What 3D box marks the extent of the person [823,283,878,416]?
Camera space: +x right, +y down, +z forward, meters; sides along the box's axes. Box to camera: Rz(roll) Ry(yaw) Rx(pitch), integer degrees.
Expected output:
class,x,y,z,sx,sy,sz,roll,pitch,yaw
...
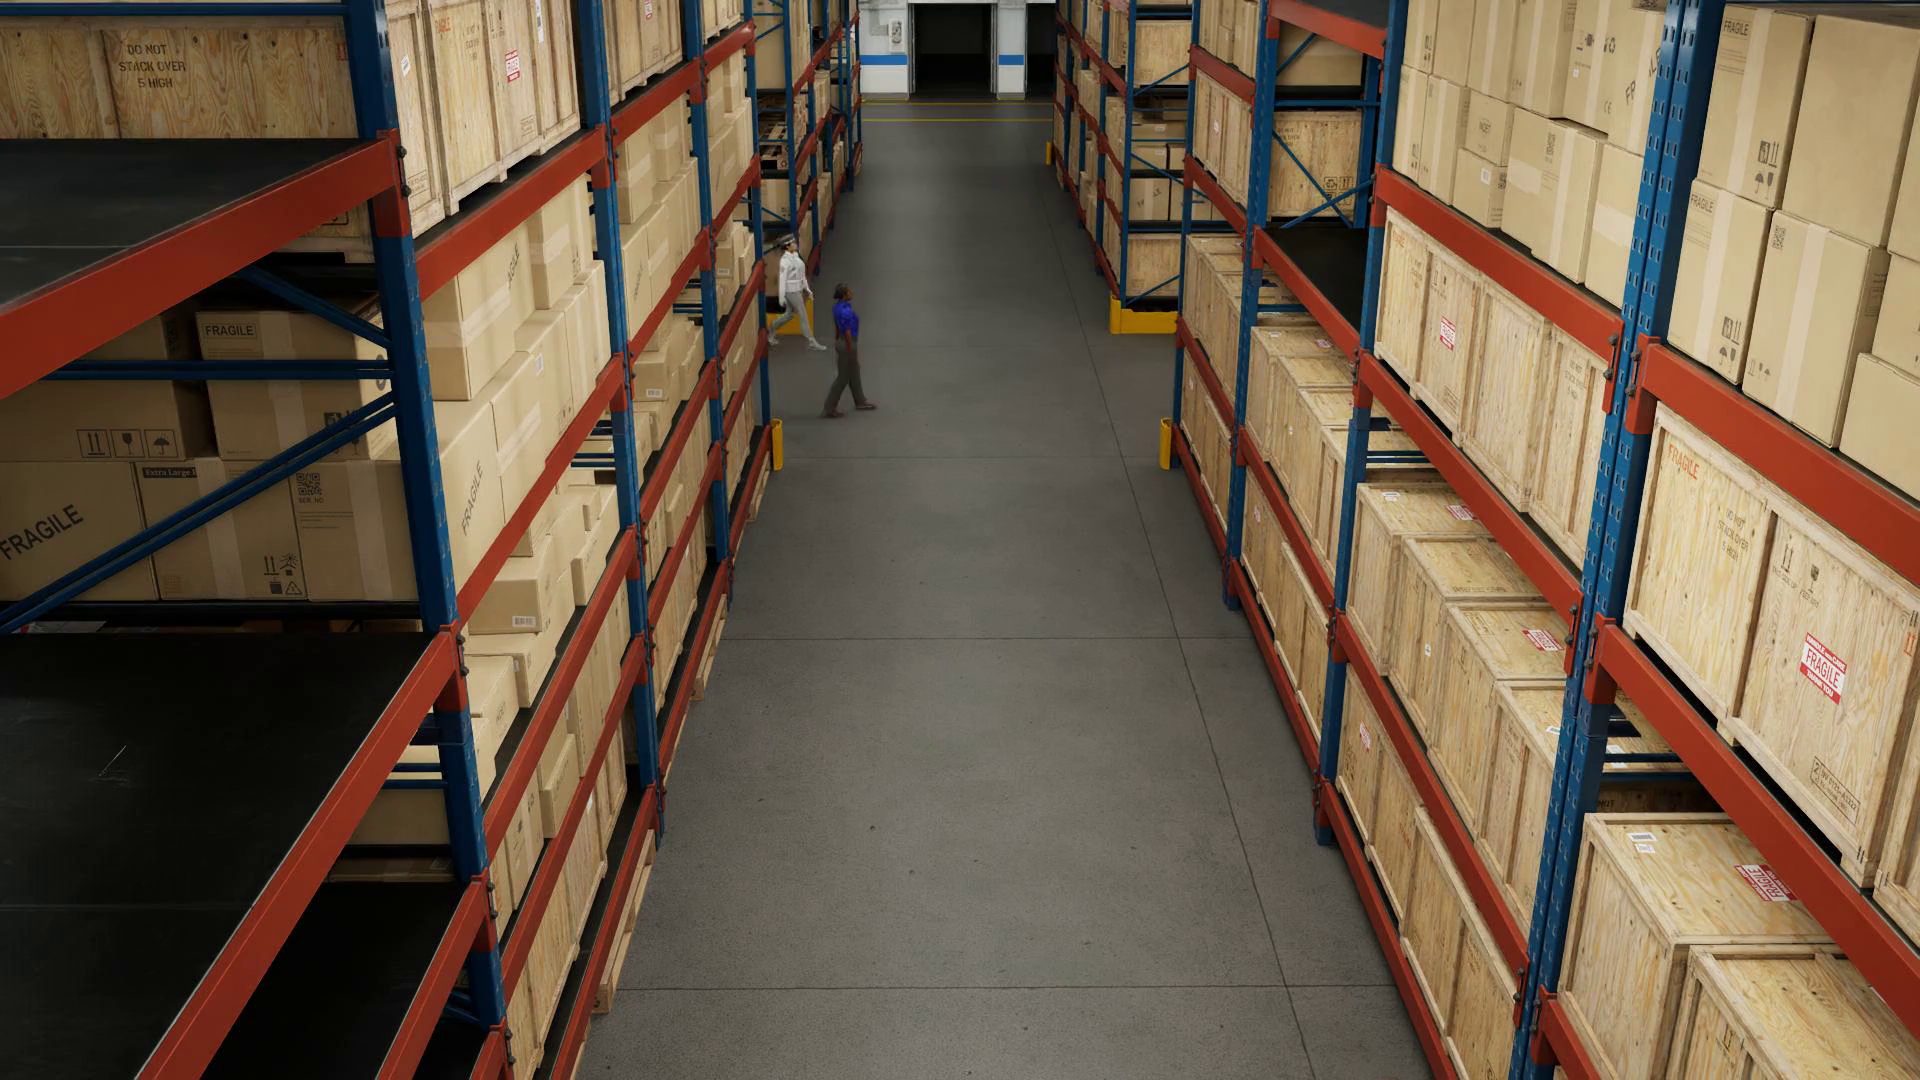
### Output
class,x,y,z,sx,sy,sz,roll,pitch,yaw
person,-1.383,-2.383,20.729,0.769,1.657,0.449,-7,23,-18

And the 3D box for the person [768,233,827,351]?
class,x,y,z,sx,sy,sz,roll,pitch,yaw
person,-2.362,-3.546,23.629,0.979,1.652,0.488,4,22,11

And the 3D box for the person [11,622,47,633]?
class,x,y,z,sx,sy,sz,roll,pitch,yaw
person,-6.537,1.098,11.664,0.577,1.789,0.433,-3,22,-8
